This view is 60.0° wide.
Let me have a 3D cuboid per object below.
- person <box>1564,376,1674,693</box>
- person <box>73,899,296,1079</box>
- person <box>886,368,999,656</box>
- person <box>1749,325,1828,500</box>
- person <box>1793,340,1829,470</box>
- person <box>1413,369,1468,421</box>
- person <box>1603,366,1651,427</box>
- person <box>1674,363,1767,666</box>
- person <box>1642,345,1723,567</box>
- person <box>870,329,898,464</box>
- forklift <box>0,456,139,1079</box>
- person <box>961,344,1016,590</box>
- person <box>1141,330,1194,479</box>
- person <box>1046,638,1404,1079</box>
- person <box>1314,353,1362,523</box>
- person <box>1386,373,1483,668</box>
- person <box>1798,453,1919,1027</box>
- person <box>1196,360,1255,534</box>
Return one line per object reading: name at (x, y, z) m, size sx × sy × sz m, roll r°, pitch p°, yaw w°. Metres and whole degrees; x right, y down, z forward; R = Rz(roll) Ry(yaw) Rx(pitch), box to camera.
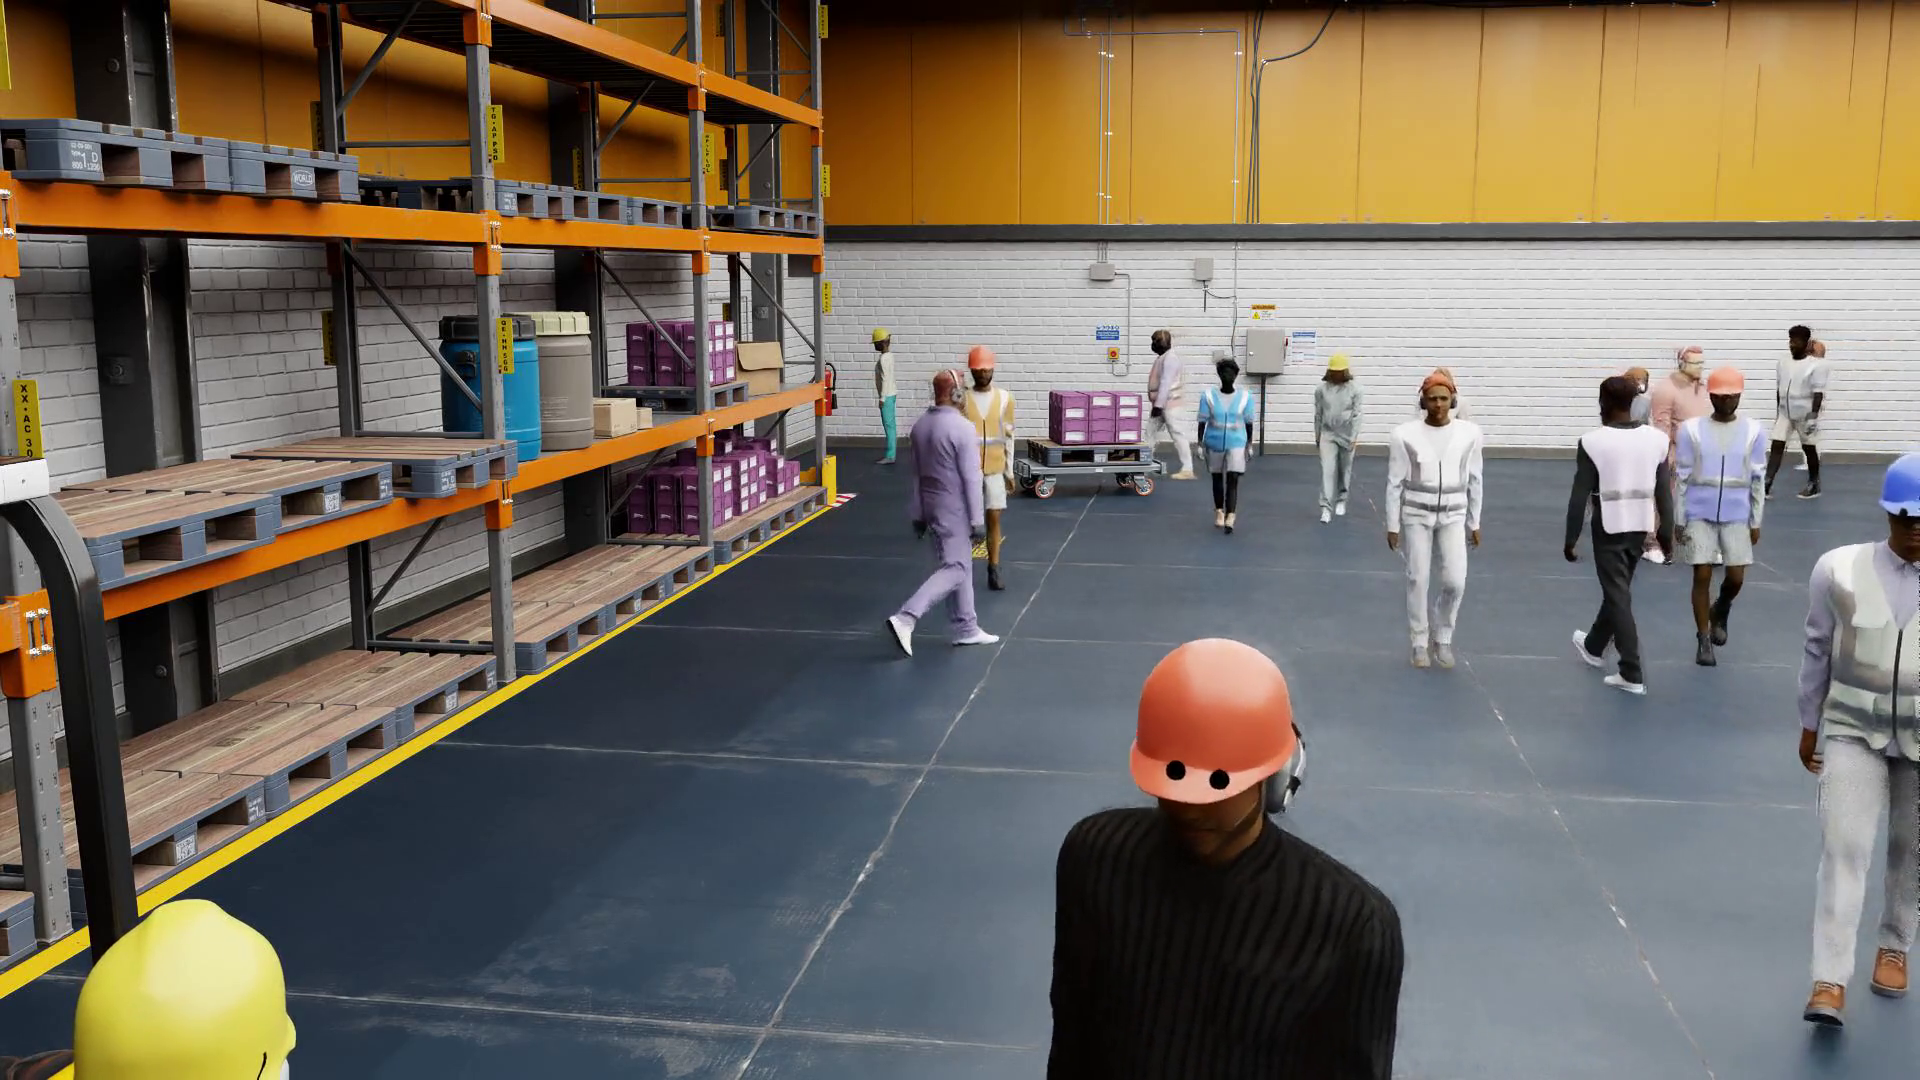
person at (3.966, -0.063, 10.182) m, size 0.616 × 1.861 × 0.981 m, roll -2°, pitch 9°, yaw -14°
person at (-0.823, 1.297, 1.888) m, size 0.600 × 1.832 × 0.404 m, roll -4°, pitch 10°, yaw -24°
person at (-0.109, -0.181, 10.867) m, size 0.863 × 1.881 × 0.647 m, roll -5°, pitch 11°, yaw -29°
person at (9.089, -1.376, 18.127) m, size 1.011 × 1.905 × 0.625 m, roll -5°, pitch 11°, yaw -29°
person at (10.724, -1.694, 20.937) m, size 0.520 × 1.641 × 0.308 m, roll -7°, pitch 11°, yaw -36°
person at (4.479, -0.797, 15.555) m, size 0.501 × 1.585 × 0.875 m, roll 3°, pitch 10°, yaw 20°
person at (6.278, -0.856, 15.811) m, size 0.513 × 1.613 × 0.601 m, roll -2°, pitch 9°, yaw -11°
person at (4.850, -0.173, 10.663) m, size 0.544 × 1.922 × 0.547 m, roll 3°, pitch 10°, yaw 17°
person at (6.165, -0.686, 13.996) m, size 0.670 × 1.870 × 0.897 m, roll -4°, pitch 10°, yaw -23°
person at (-0.986, -1.855, 21.562) m, size 0.339 × 1.759 × 0.525 m, roll 1°, pitch 9°, yaw 7°
forklift at (-2.328, 0.975, 2.765) m, size 2.313 × 2.155 × 1.214 m, roll 1°, pitch 9°, yaw 9°
person at (0.170, -0.569, 13.087) m, size 0.547 × 1.937 × 0.366 m, roll -1°, pitch 9°, yaw -8°
person at (2.382, -1.610, 19.941) m, size 0.961 × 1.791 × 0.646 m, roll -1°, pitch 9°, yaw -7°
person at (0.339, 1.117, 2.627) m, size 0.629 × 1.946 × 0.940 m, roll 5°, pitch 11°, yaw 29°
person at (3.811, -1.050, 16.808) m, size 0.479 × 1.690 × 0.867 m, roll 3°, pitch 10°, yaw 16°
person at (2.969, -0.106, 10.436) m, size 0.602 × 1.864 × 0.492 m, roll 1°, pitch 9°, yaw 7°
person at (3.089, 0.673, 5.487) m, size 0.633 × 1.901 × 0.964 m, roll 6°, pitch 11°, yaw 31°
person at (2.538, -0.898, 15.960) m, size 0.548 × 1.645 × 0.857 m, roll 2°, pitch 9°, yaw 12°
